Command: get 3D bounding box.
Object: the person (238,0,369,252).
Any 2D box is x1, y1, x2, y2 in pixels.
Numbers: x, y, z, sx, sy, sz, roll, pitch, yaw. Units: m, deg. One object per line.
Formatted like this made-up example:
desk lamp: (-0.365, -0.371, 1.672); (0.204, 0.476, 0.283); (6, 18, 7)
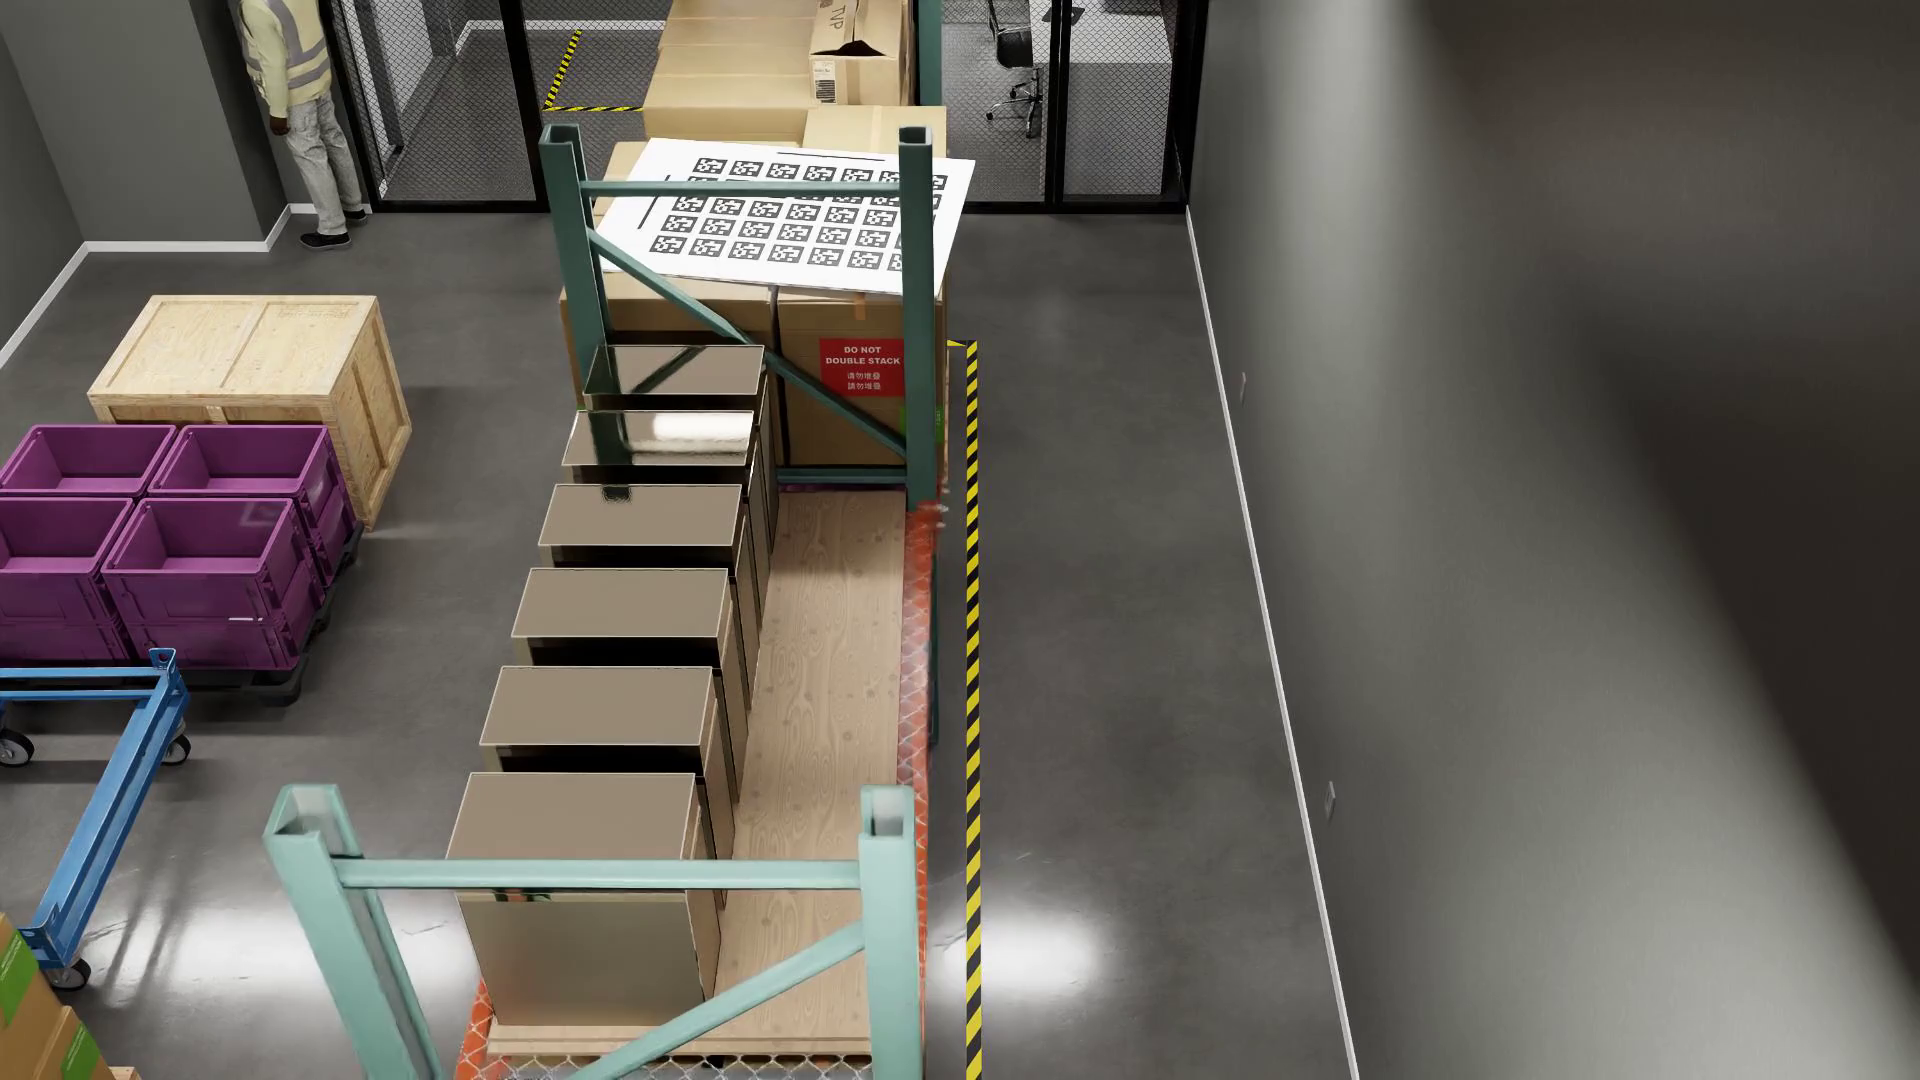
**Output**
person: (-3.485, -2.391, 8.698); (0.404, 1.830, 0.603); (5, 41, 6)
